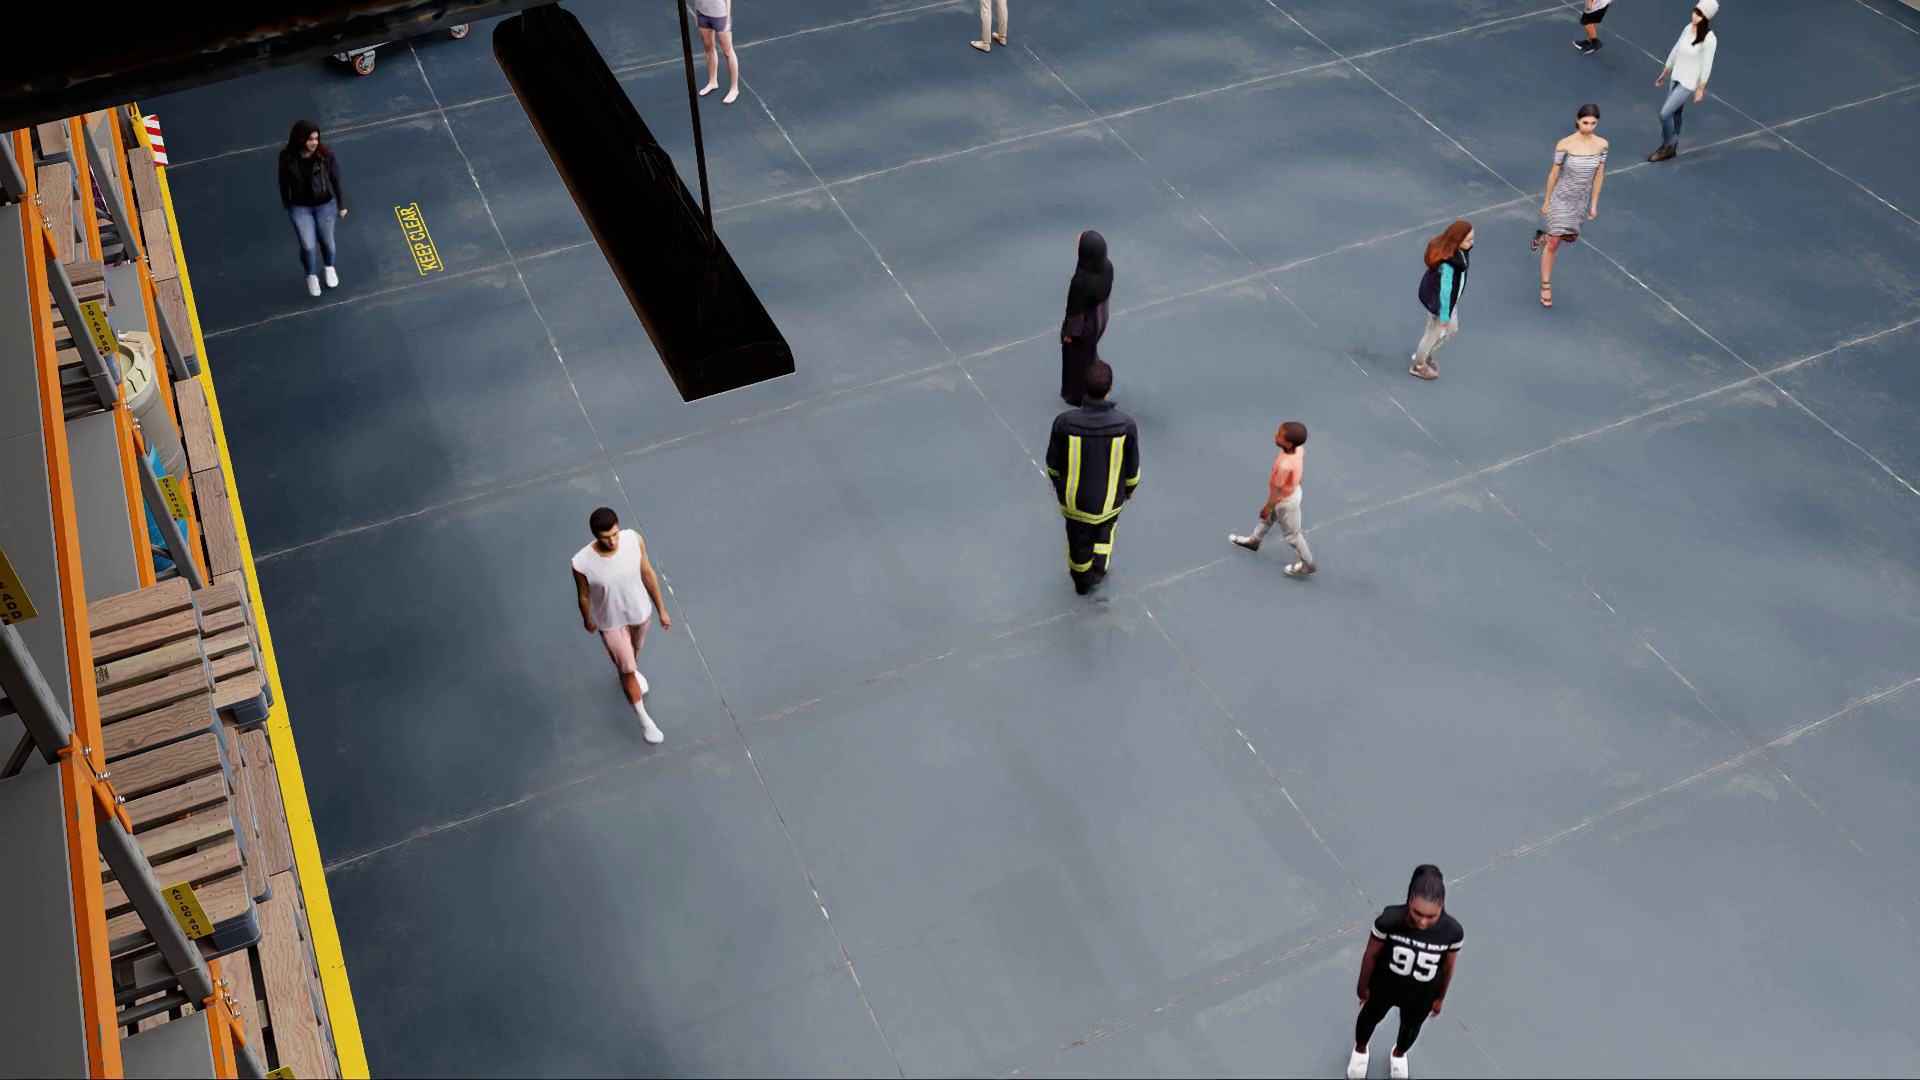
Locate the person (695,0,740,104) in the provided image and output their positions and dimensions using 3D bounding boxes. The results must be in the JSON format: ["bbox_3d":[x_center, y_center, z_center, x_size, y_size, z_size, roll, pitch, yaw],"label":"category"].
[{"bbox_3d":[-2.440,-5.241,16.539,0.665,1.768,0.743,22,48,22],"label":"person"}]

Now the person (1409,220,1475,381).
[{"bbox_3d":[3.782,-1.929,13.265,0.762,1.488,0.709,19,47,18],"label":"person"}]

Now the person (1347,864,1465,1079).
[{"bbox_3d":[2.304,2.300,8.651,0.706,1.730,0.743,8,44,8],"label":"person"}]

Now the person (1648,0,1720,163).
[{"bbox_3d":[6.901,-4.334,15.682,0.706,1.636,0.615,-8,44,-8],"label":"person"}]

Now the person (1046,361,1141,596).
[{"bbox_3d":[0.900,-0.334,11.279,0.918,1.918,0.896,2,44,2],"label":"person"}]

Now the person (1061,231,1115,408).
[{"bbox_3d":[1.047,-1.692,12.928,0.873,1.609,0.796,26,49,25],"label":"person"}]

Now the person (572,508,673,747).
[{"bbox_3d":[-2.186,0.402,10.631,0.774,1.747,1.106,-27,50,-26],"label":"person"}]

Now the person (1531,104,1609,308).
[{"bbox_3d":[5.113,-2.875,14.030,0.817,1.802,1.045,-2,44,-2],"label":"person"}]

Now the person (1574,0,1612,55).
[{"bbox_3d":[6.708,-5.639,17.331,0.529,1.250,0.636,-24,49,-23],"label":"person"}]

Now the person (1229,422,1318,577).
[{"bbox_3d":[2.351,-0.271,11.673,0.946,1.283,0.837,18,47,18],"label":"person"}]

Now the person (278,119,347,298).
[{"bbox_3d":[-5.519,-2.842,14.146,0.708,1.595,0.654,-4,44,-4],"label":"person"}]

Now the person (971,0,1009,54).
[{"bbox_3d":[0.322,-5.932,17.316,0.658,1.696,0.630,-27,50,-26],"label":"person"}]
